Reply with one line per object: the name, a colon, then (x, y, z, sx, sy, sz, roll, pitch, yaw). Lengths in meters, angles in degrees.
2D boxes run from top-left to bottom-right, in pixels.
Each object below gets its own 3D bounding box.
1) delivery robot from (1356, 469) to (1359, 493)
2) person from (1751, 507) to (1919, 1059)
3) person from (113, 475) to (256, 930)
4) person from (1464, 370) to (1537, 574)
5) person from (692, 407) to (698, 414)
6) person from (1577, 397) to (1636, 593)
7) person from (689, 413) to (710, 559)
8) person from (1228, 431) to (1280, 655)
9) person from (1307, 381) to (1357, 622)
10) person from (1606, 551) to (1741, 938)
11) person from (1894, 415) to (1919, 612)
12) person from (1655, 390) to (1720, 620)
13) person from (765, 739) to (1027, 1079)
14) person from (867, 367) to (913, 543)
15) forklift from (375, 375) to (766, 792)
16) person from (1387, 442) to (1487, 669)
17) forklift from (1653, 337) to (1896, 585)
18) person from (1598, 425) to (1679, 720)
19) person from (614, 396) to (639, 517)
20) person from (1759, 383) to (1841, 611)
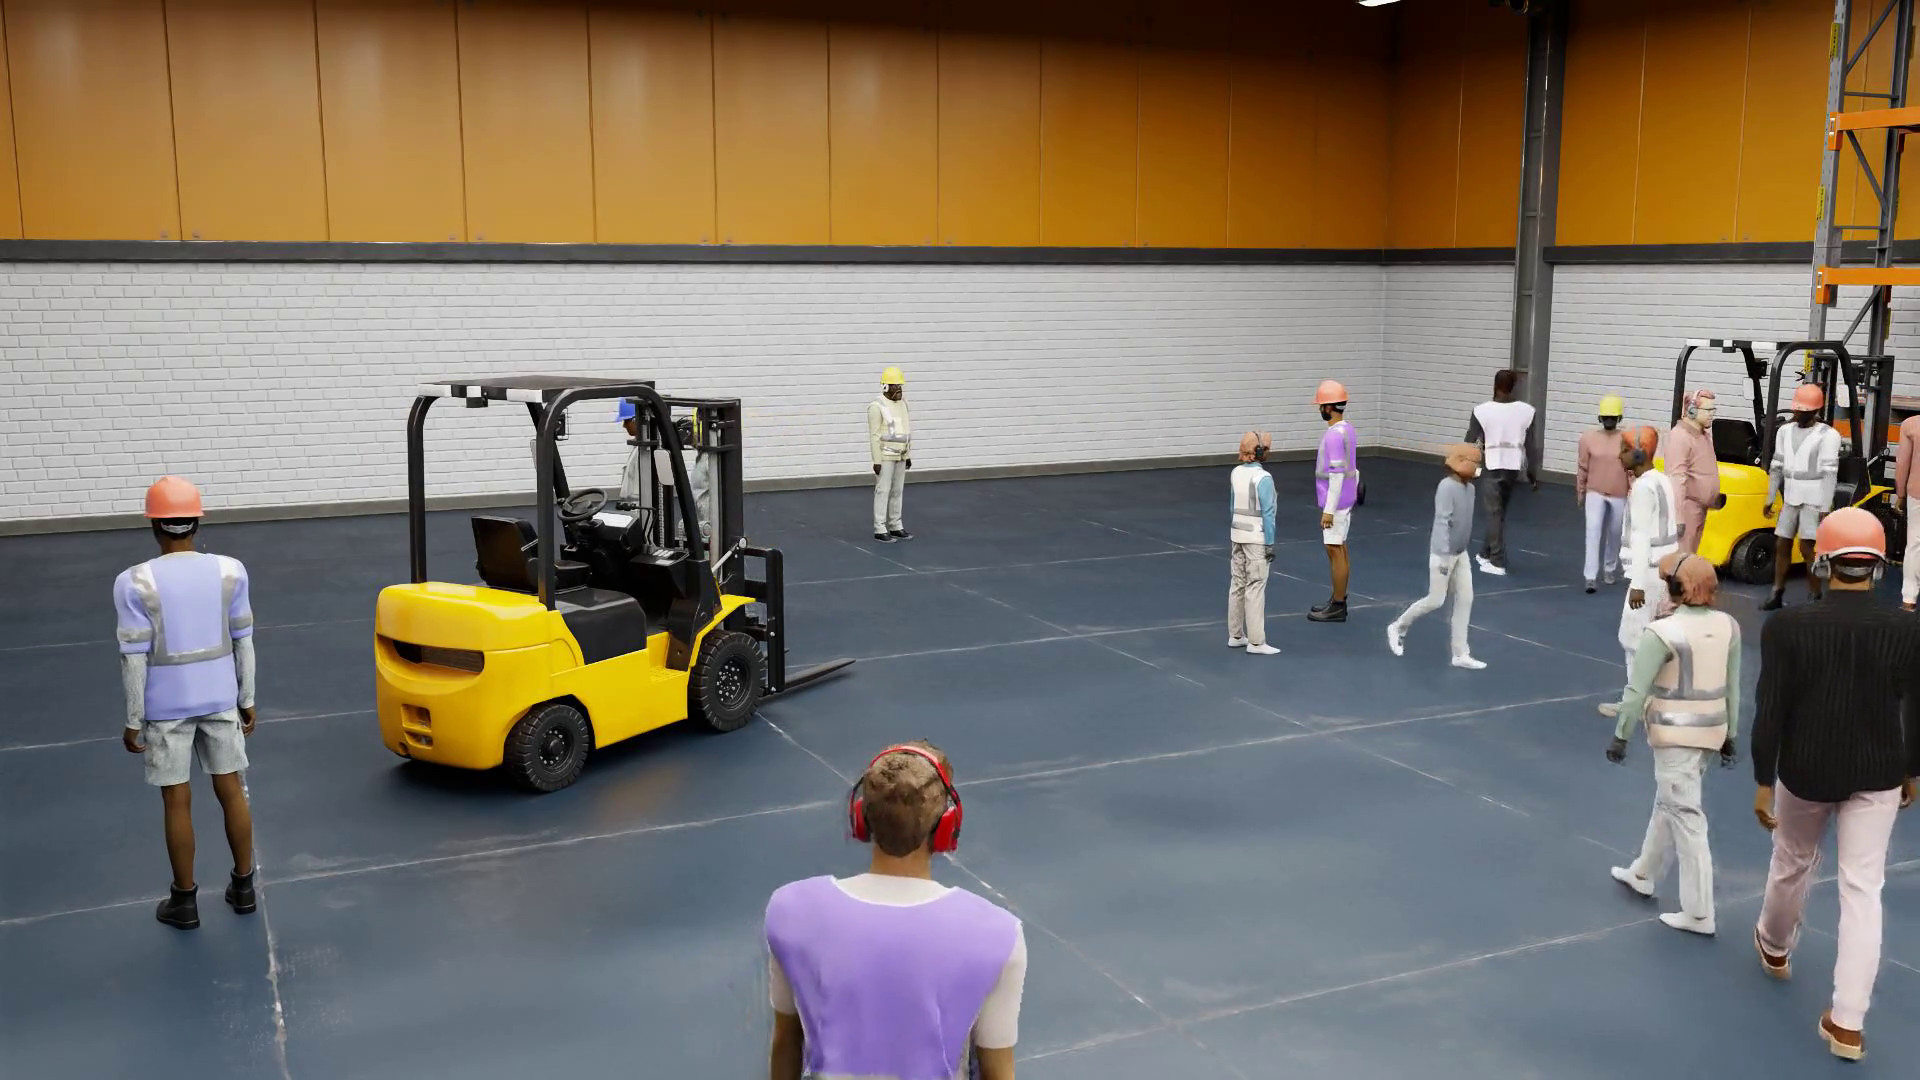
delivery robot: (4.557, -0.713, 19.814, 0.477, 0.478, 0.707, 3, 10, 18)
person: (3.267, 0.842, 6.195, 0.631, 1.937, 1.048, 3, 10, 17)
person: (-3.312, 0.689, 7.131, 0.551, 1.935, 0.375, -8, 12, -42)
person: (4.995, -0.652, 15.612, 0.746, 1.872, 0.854, -1, 9, -6)
person: (-1.948, -0.168, 13.000, 0.327, 1.761, 0.522, 1, 9, 9)
person: (5.694, -0.407, 14.624, 0.525, 1.712, 0.910, 3, 10, 19)
person: (-1.937, -0.110, 12.696, 0.324, 1.740, 0.492, -3, 10, -19)
person: (2.146, 0.019, 12.205, 0.307, 1.641, 0.512, -4, 10, -22)
person: (2.975, -0.305, 13.311, 0.376, 1.933, 0.544, 4, 10, 22)
person: (3.025, 0.844, 7.165, 0.536, 1.605, 0.761, -4, 10, -26)
person: (7.941, -0.366, 13.524, 0.613, 1.985, 0.402, 7, 12, 38)
person: (5.597, -0.201, 12.753, 0.402, 1.904, 0.652, 7, 11, 36)
person: (-0.146, 1.329, 3.557, 0.568, 1.814, 0.906, 1, 9, 4)
person: (-0.708, -0.882, 17.242, 0.403, 1.825, 0.591, 6, 11, 32)
forklift: (-2.268, 0.149, 9.685, 1.214, 2.155, 2.313, 6, 11, 32)
person: (3.433, 0.093, 11.833, 0.527, 1.604, 0.666, -9, 13, -44)
forklift: (7.551, -0.789, 15.507, 2.313, 2.155, 1.214, -4, 10, -25)
person: (4.286, 0.228, 10.230, 0.558, 1.865, 0.619, 5, 10, 29)
person: (-2.270, -0.099, 12.013, 0.396, 1.940, 0.601, -2, 9, -12)
person: (6.802, -0.323, 13.508, 0.455, 1.908, 0.618, -3, 10, -20)
